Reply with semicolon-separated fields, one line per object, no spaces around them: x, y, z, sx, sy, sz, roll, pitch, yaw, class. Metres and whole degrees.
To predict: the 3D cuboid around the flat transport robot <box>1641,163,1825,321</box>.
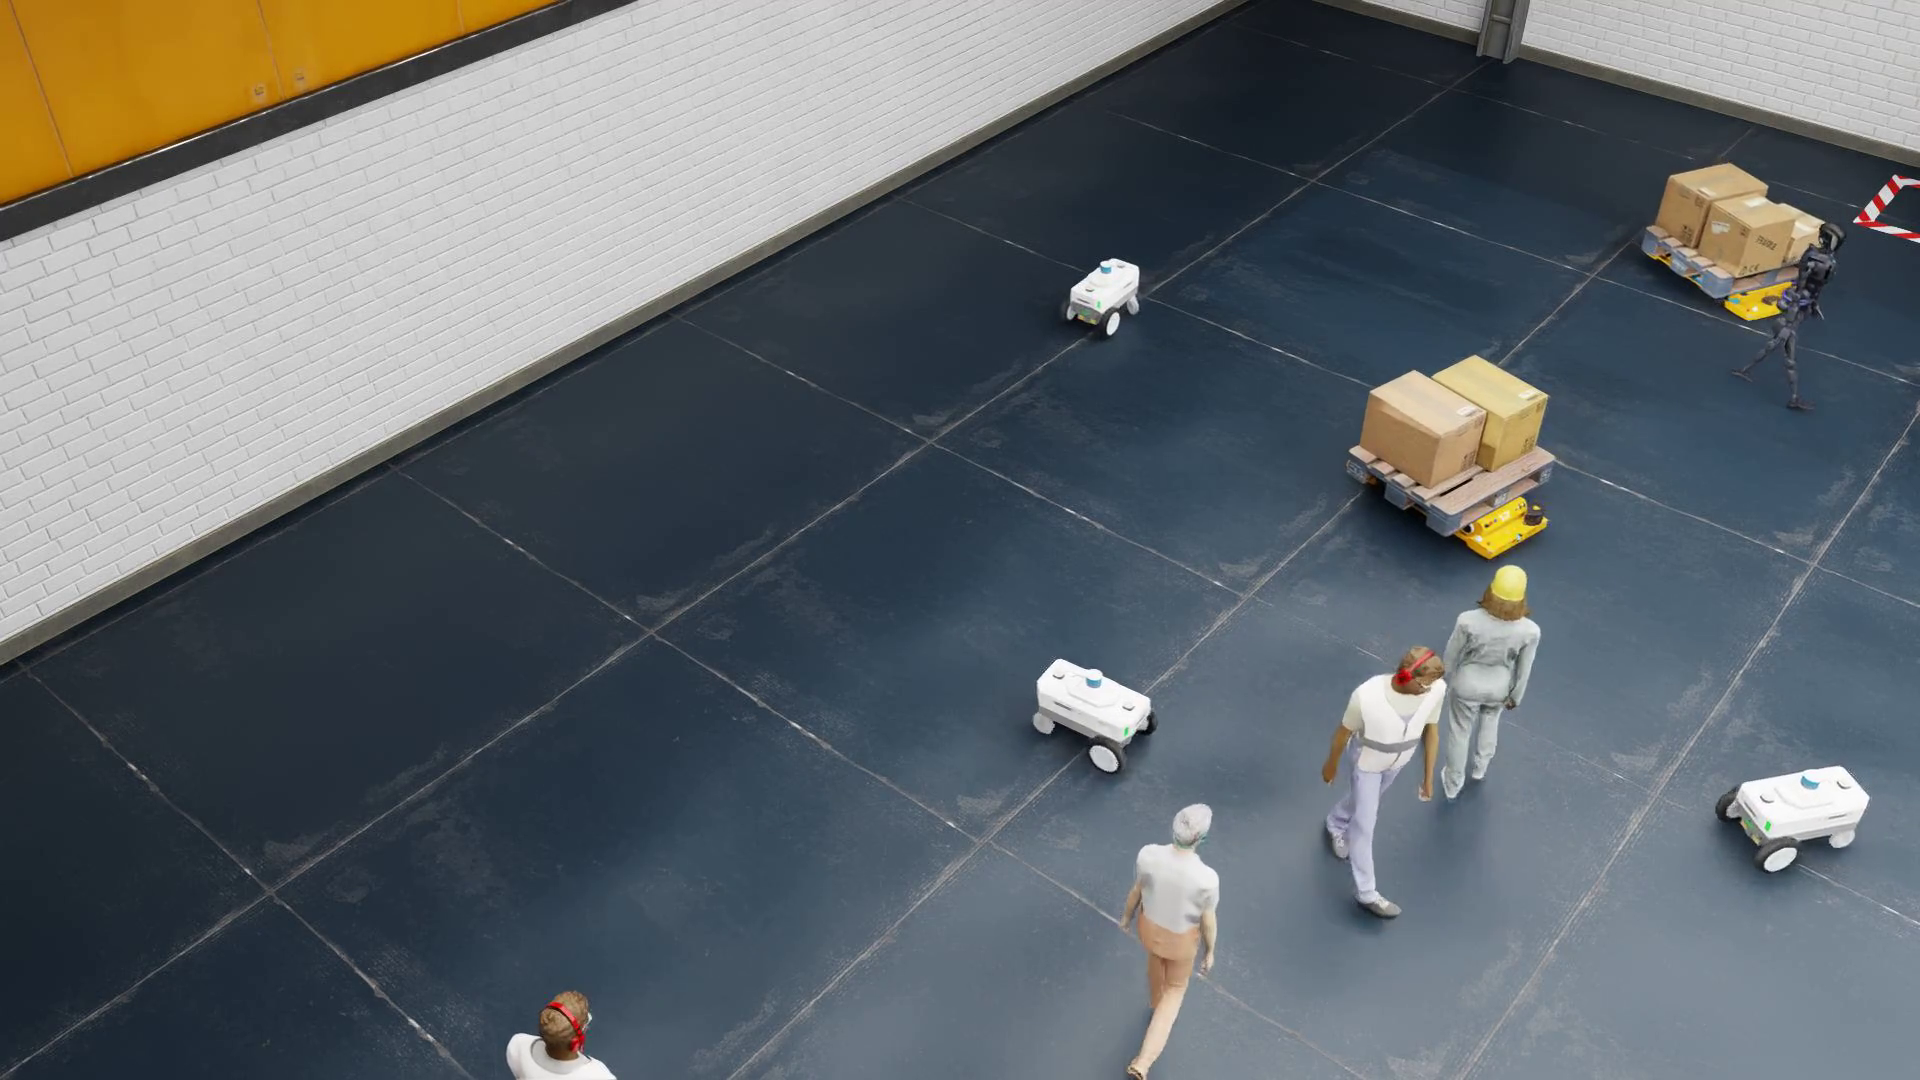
7.062;-2.492;15.379;0.659;0.231;1.431;-14;41;-17;flat transport robot

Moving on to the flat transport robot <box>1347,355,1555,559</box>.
3.731;-0.395;12.777;0.659;0.231;1.431;-25;45;-27;flat transport robot

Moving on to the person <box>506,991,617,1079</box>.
-1.744;2.735;7.647;0.568;1.832;0.403;16;42;19;person

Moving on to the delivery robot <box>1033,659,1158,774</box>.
0.858;1.075;10.700;0.745;0.565;0.499;23;44;26;delivery robot

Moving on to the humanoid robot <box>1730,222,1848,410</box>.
6.842;-1.857;13.507;0.778;1.622;0.584;32;49;33;humanoid robot

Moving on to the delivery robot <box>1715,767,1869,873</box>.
5.022;1.639;10.039;0.790;0.614;0.499;-8;40;-10;delivery robot

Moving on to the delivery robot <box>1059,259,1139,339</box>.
1.285;-2.183;14.763;0.525;0.587;0.741;24;45;27;delivery robot

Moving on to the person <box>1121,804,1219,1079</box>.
1.052;2.056;8.591;0.528;1.709;0.748;23;44;26;person

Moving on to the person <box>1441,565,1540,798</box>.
3.160;0.836;10.093;0.491;1.727;0.522;5;39;6;person

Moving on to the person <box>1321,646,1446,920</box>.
2.427;1.307;9.459;0.591;1.783;0.863;-15;41;-18;person
